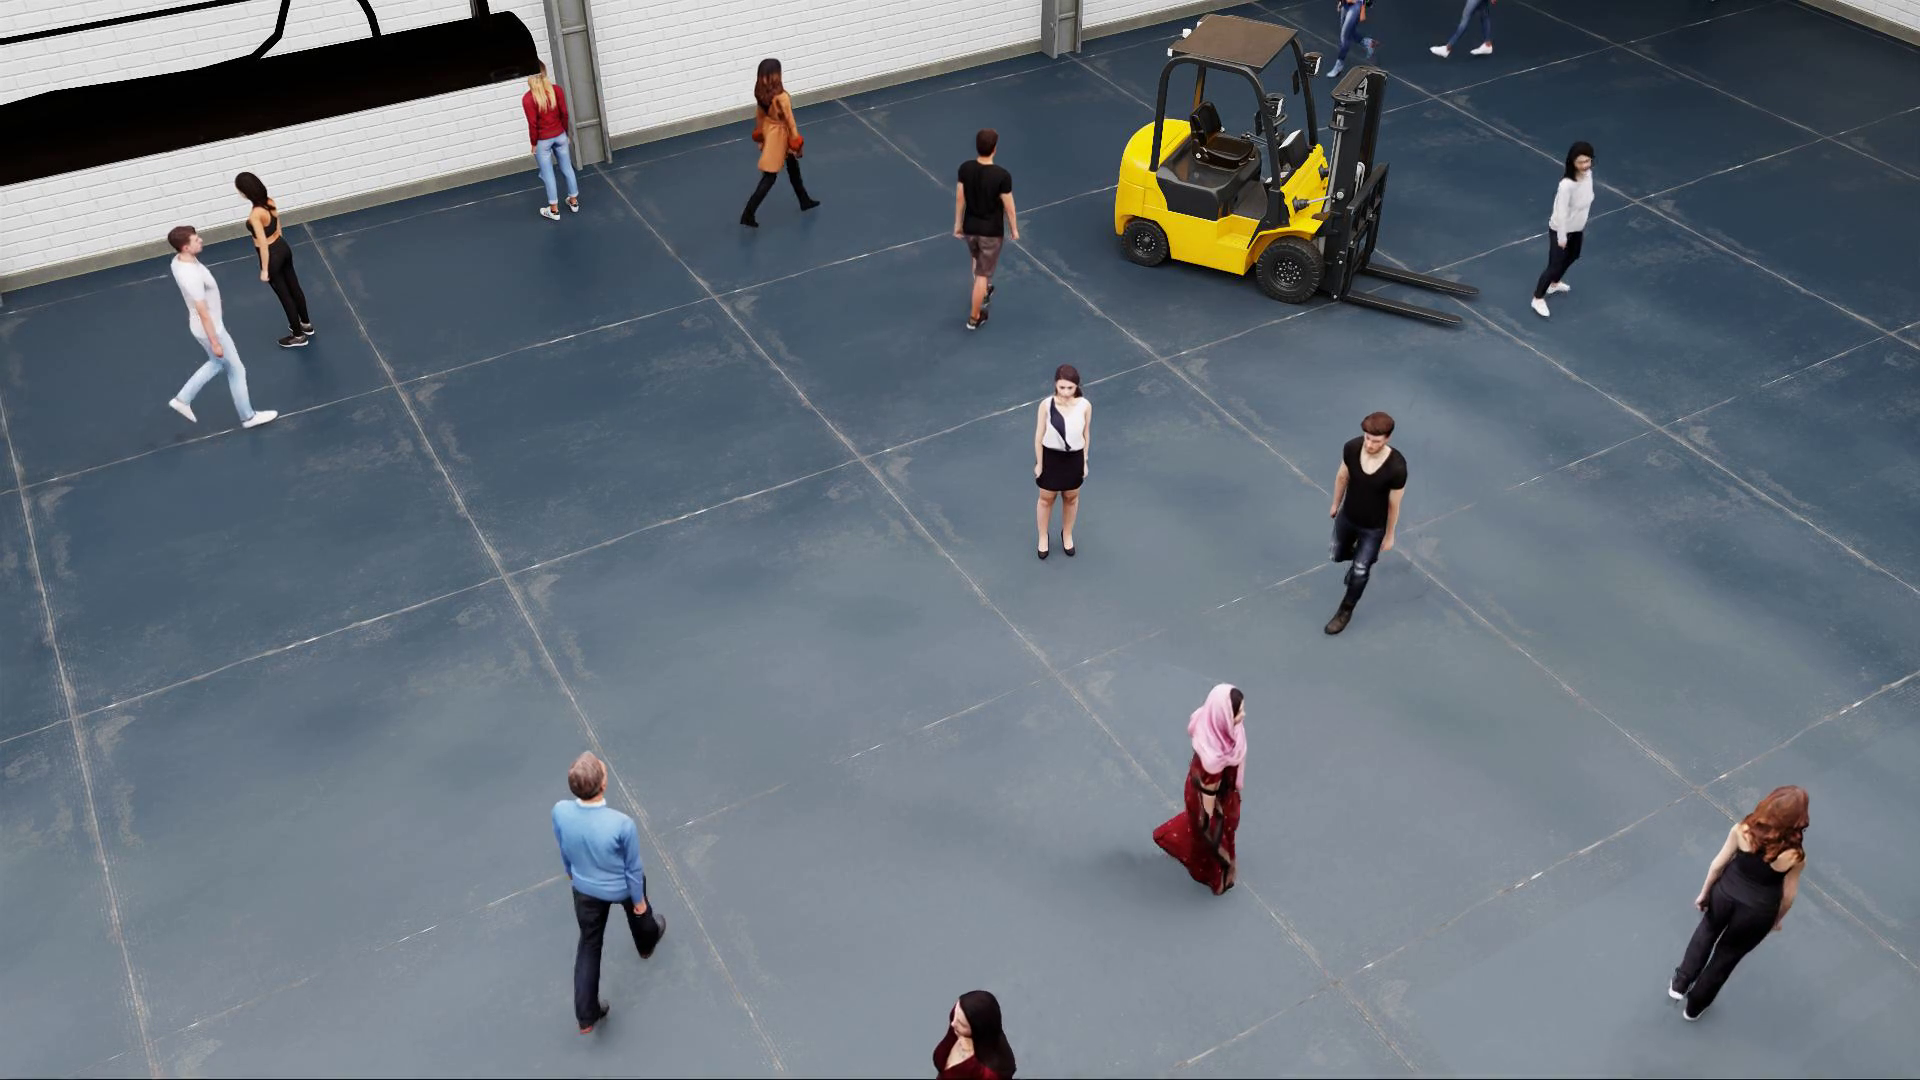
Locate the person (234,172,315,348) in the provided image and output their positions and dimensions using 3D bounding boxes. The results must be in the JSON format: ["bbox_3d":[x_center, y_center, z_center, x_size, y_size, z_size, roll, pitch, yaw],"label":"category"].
[{"bbox_3d":[-5.975,-2.462,14.538,0.683,1.637,0.647,5,39,6],"label":"person"}]

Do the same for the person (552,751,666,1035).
[{"bbox_3d":[-1.949,1.898,8.963,1.165,1.782,1.214,9,39,11],"label":"person"}]

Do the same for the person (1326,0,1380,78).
[{"bbox_3d":[4.591,-6.150,19.186,0.954,1.599,0.697,-15,41,-18],"label":"person"}]

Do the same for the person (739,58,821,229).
[{"bbox_3d":[-1.846,-3.812,16.198,1.247,1.674,0.822,-27,46,-30],"label":"person"}]

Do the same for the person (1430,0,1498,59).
[{"bbox_3d":[6.212,-6.496,19.540,1.172,1.698,0.875,-7,39,-9],"label":"person"}]

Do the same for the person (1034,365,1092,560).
[{"bbox_3d":[0.743,-0.568,12.156,0.568,1.649,0.683,-4,39,-5],"label":"person"}]

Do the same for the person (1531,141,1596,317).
[{"bbox_3d":[5.444,-2.811,14.945,0.942,1.675,0.639,22,43,25],"label":"person"}]

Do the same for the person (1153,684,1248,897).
[{"bbox_3d":[1.396,1.422,9.684,0.916,1.625,0.857,10,40,12],"label":"person"}]

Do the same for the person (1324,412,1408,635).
[{"bbox_3d":[2.861,-0.196,11.512,0.879,1.873,1.064,32,48,33],"label":"person"}]

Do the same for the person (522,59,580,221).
[{"bbox_3d":[-4.055,-3.968,16.425,0.535,1.634,0.709,-29,47,-32],"label":"person"}]

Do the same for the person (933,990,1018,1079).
[{"bbox_3d":[0.183,2.708,7.995,1.098,1.723,0.735,-16,41,-19],"label":"person"}]

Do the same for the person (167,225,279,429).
[{"bbox_3d":[-6.126,-1.656,13.372,0.993,1.833,0.677,-22,44,-25],"label":"person"}]

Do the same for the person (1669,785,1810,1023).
[{"bbox_3d":[4.126,1.999,8.872,0.710,1.736,0.648,-31,48,-33],"label":"person"}]

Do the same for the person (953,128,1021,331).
[{"bbox_3d":[0.159,-2.707,14.682,0.956,1.841,1.065,18,42,22],"label":"person"}]
